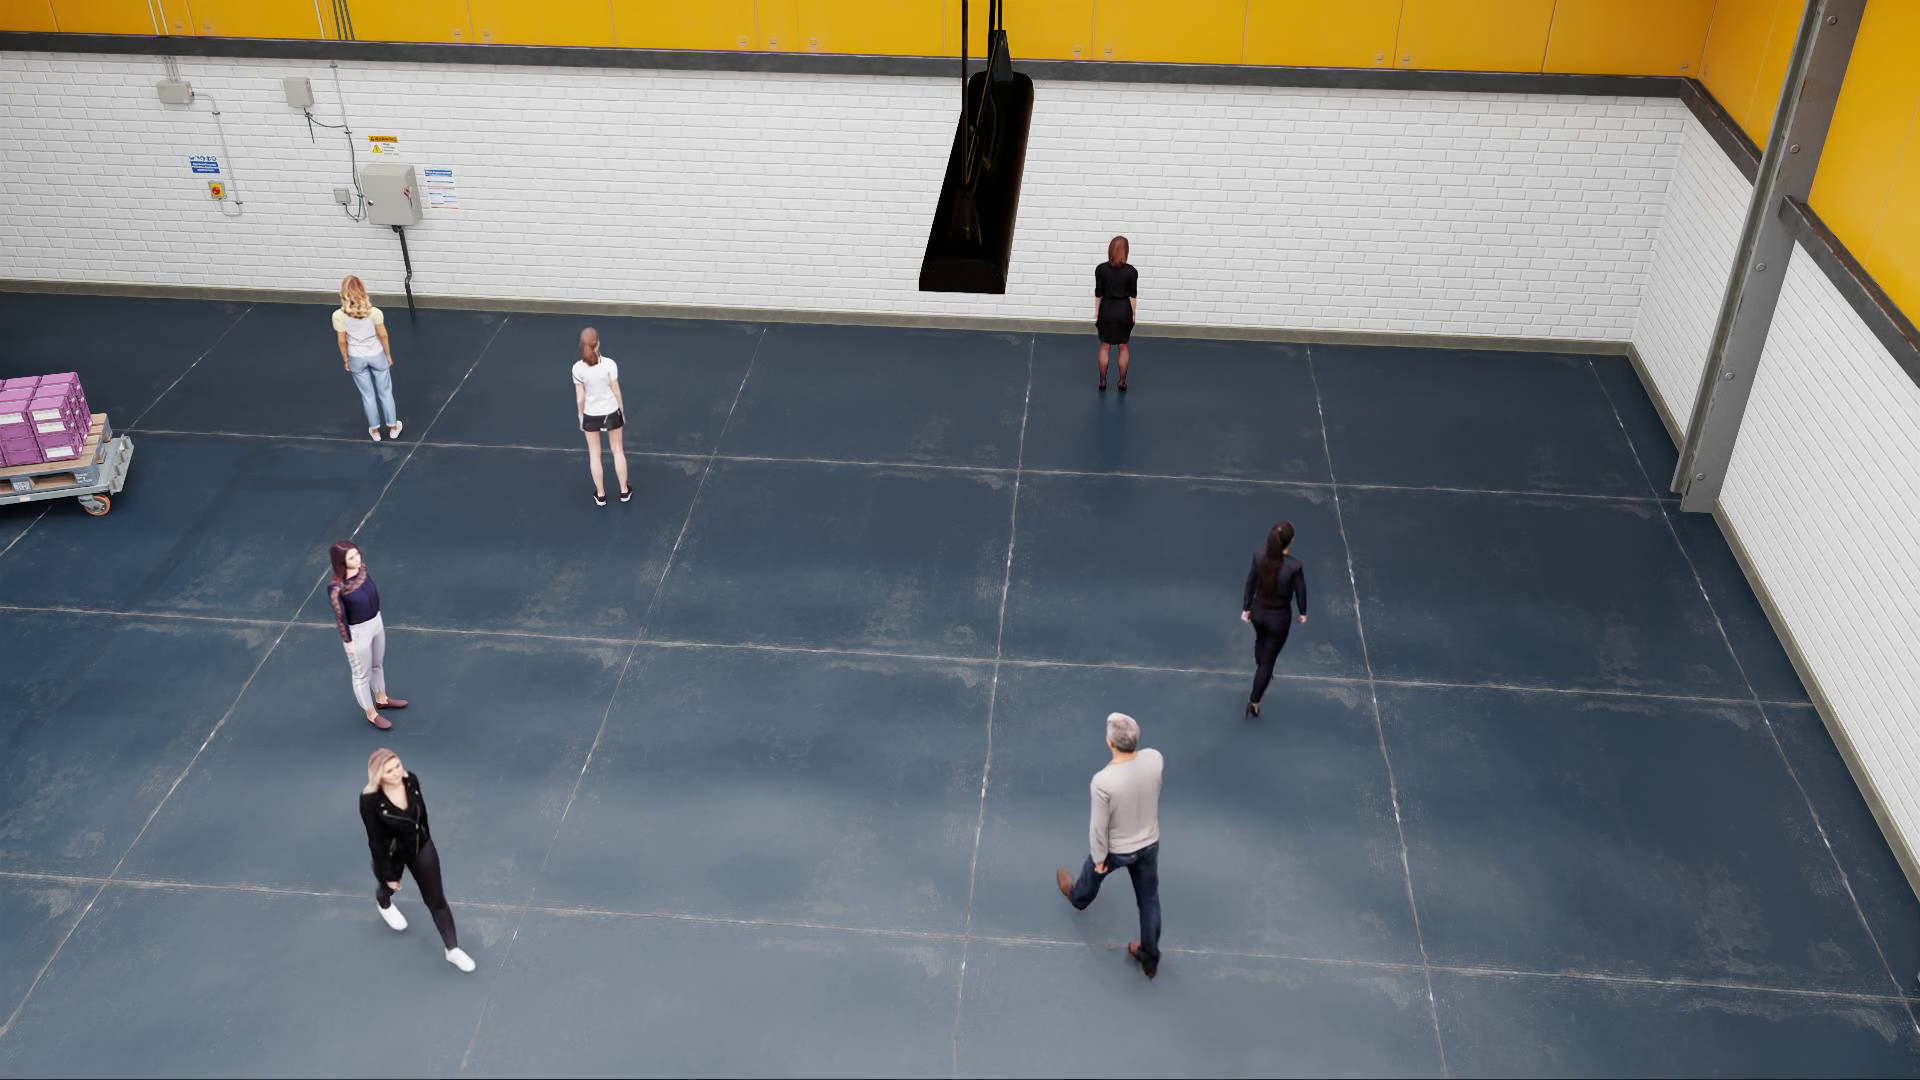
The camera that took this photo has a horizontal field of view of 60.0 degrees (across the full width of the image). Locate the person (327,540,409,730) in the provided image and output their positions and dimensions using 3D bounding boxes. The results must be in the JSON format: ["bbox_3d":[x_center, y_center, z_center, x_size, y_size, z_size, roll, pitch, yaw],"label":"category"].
[{"bbox_3d":[-4.482,0.687,12.526,0.678,1.608,0.503,7,34,10],"label":"person"}]

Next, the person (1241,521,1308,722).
[{"bbox_3d":[2.307,0.648,12.513,0.832,1.686,0.940,24,40,31],"label":"person"}]

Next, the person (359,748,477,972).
[{"bbox_3d":[-3.599,1.972,10.559,1.129,1.645,1.153,27,42,34],"label":"person"}]

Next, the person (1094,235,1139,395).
[{"bbox_3d":[1.577,-2.285,16.910,0.601,1.705,0.513,5,34,8],"label":"person"}]

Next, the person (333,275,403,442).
[{"bbox_3d":[-5.727,-1.751,16.090,0.699,1.723,0.681,-10,35,-15],"label":"person"}]

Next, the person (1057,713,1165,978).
[{"bbox_3d":[1.097,1.956,10.400,1.155,1.847,1.343,-16,37,-22],"label":"person"}]

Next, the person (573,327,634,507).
[{"bbox_3d":[-3.262,-1.123,15.119,0.634,1.752,0.653,-8,34,-12],"label":"person"}]
